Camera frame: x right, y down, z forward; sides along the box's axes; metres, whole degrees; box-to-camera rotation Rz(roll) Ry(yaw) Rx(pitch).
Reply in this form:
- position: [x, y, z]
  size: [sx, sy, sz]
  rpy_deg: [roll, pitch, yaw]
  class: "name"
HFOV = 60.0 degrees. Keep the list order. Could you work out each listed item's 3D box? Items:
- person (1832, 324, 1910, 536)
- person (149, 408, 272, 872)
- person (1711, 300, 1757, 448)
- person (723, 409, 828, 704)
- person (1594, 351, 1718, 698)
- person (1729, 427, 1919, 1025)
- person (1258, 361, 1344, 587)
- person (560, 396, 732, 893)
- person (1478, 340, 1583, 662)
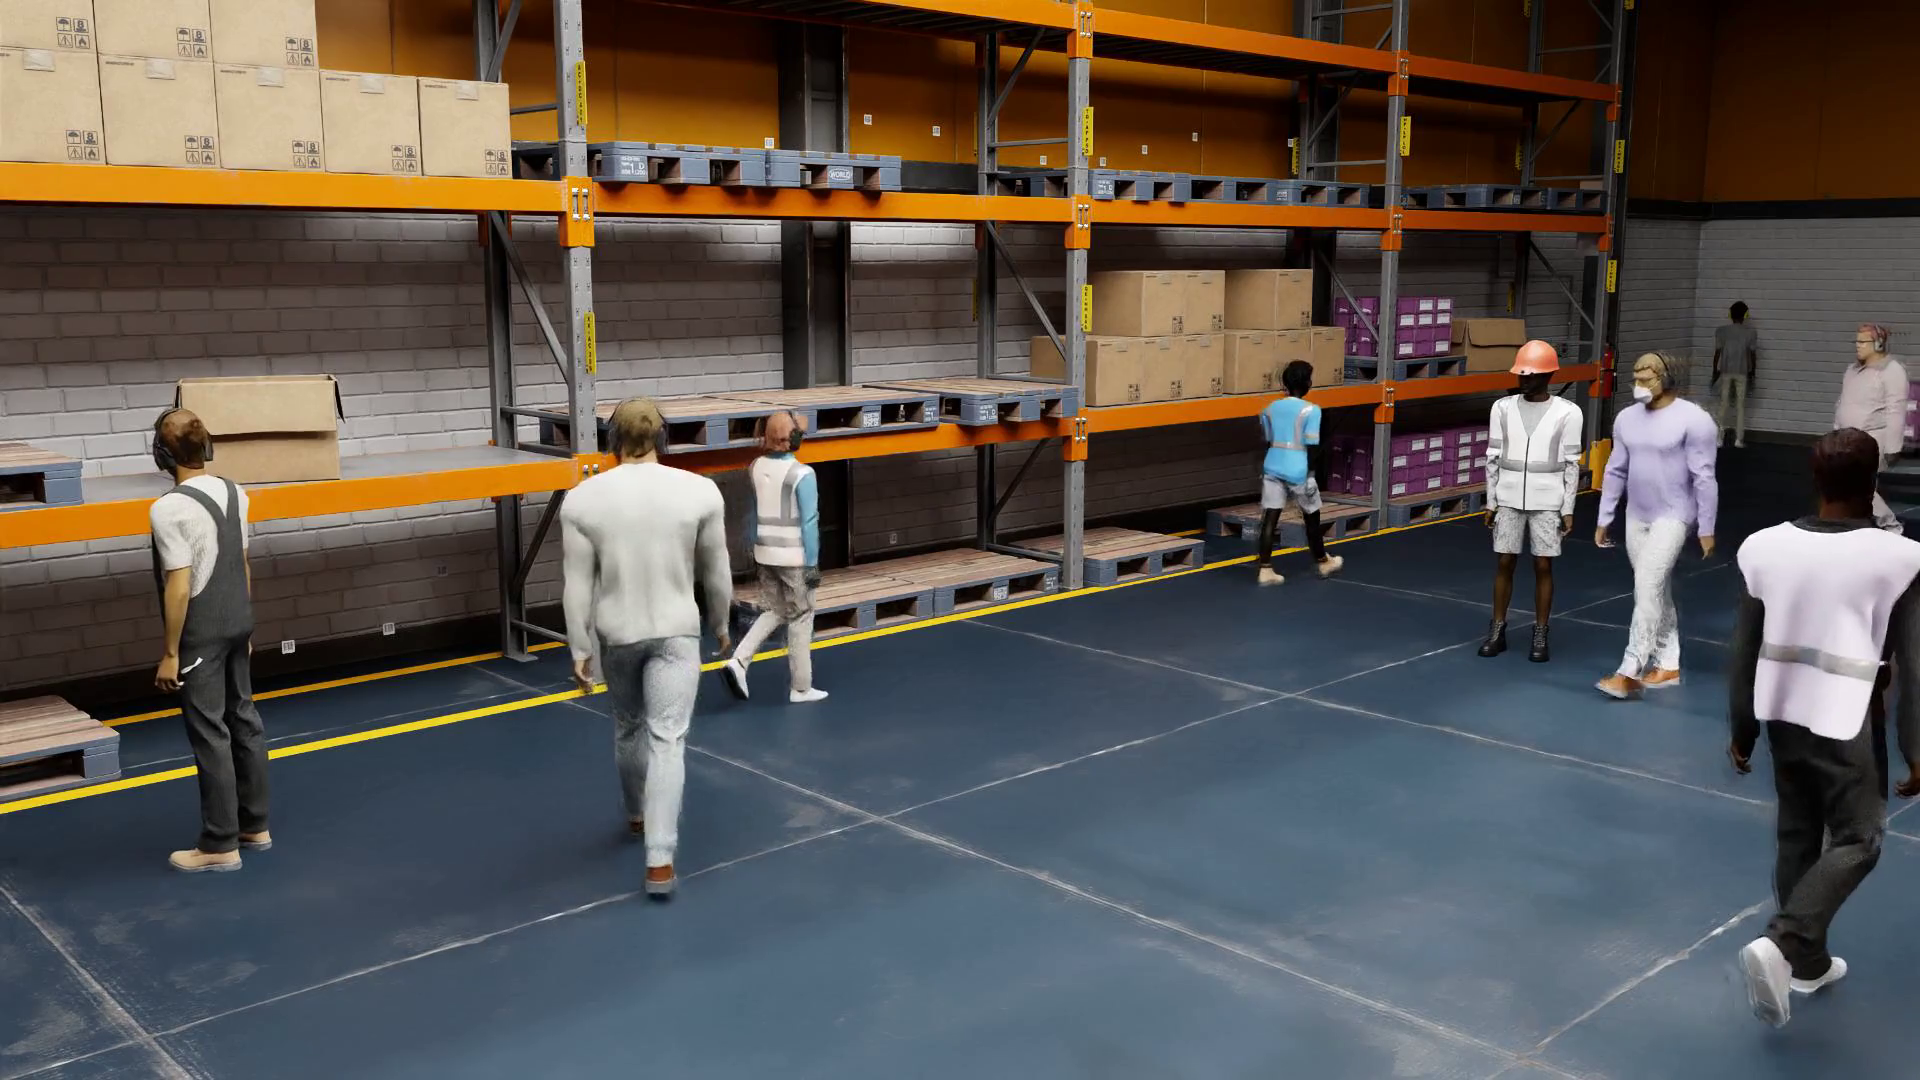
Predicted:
- position: [7.316, -0.791, 13.416]
  size: [0.465, 1.888, 0.649]
  rpy_deg: [-1, 10, -4]
  class: "person"
- position: [-2.989, 0.399, 6.587]
  size: [0.347, 1.842, 0.505]
  rpy_deg: [2, 10, 11]
  class: "person"
- position: [9.856, -2.105, 21.176]
  size: [0.526, 1.869, 0.313]
  rpy_deg: [5, 11, 29]
  class: "person"
- position: [-0.981, 0.112, 8.907]
  size: [0.528, 1.623, 0.544]
  rpy_deg: [9, 13, 43]
  class: "person"
- position: [3.746, -0.077, 9.187]
  size: [0.883, 1.903, 0.644]
  rpy_deg: [-4, 11, -24]
  class: "person"
- position: [2.728, 0.591, 5.288]
  size: [0.720, 1.904, 0.600]
  rpy_deg: [-7, 12, -36]
  class: "person"
- position: [2.525, -0.500, 12.357]
  size: [0.836, 1.652, 0.557]
  rpy_deg: [-8, 13, -39]
  class: "person"
- position: [-1.230, 0.383, 6.574]
  size: [0.640, 1.892, 1.013]
  rpy_deg: [0, 10, -3]
  class: "person"
- position: [3.422, -0.229, 9.993]
  size: [0.546, 1.934, 0.376]
  rpy_deg: [6, 11, 31]
  class: "person"
